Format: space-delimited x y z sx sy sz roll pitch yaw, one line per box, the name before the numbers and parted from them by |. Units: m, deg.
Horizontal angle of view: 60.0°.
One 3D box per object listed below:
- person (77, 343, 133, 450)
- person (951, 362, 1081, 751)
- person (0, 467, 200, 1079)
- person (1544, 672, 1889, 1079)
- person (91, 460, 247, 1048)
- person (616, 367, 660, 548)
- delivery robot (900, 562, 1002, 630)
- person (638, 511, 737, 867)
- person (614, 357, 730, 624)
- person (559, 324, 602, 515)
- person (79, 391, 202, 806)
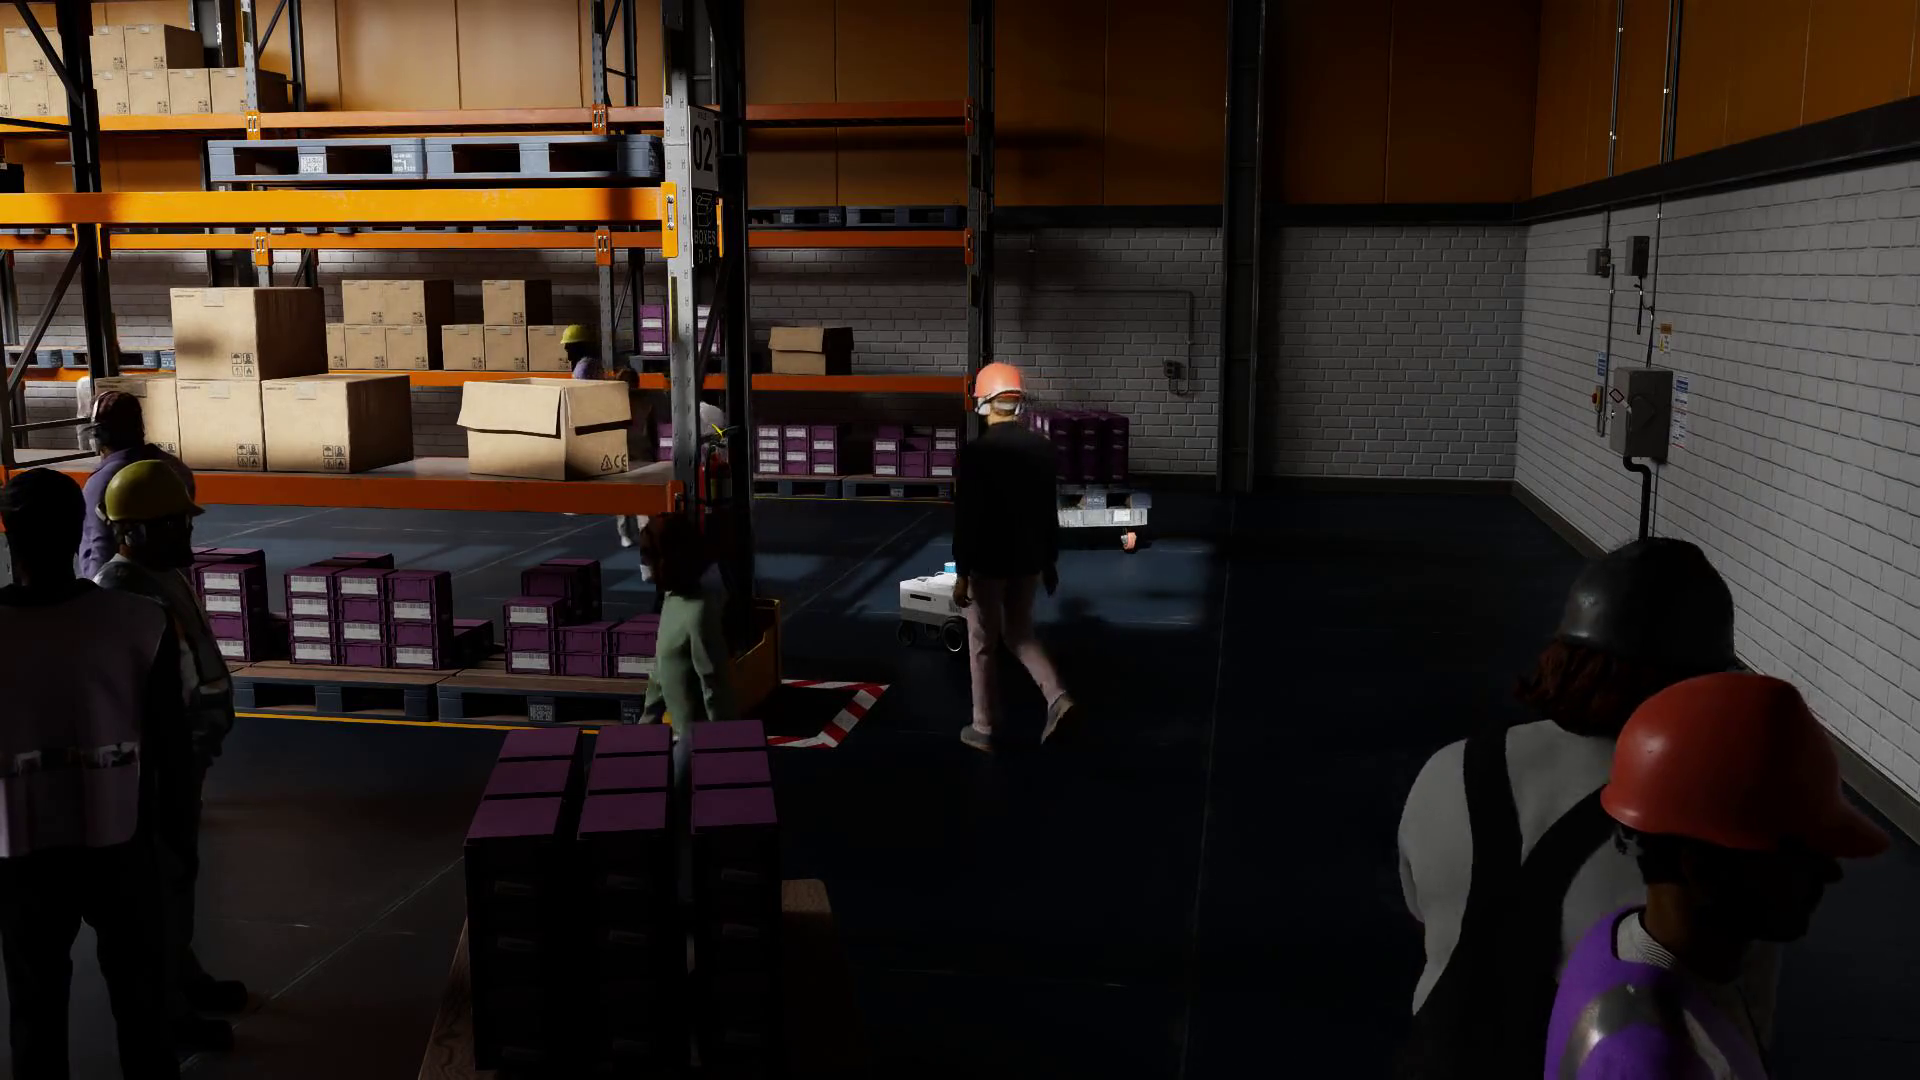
person | -7.138 -0.781 14.094 0.583 1.861 0.742 0 9 -2
person | 0.261 0.109 8.235 0.627 1.972 0.651 -6 11 -34
person | -2.278 0.771 4.274 0.593 1.922 0.391 -3 10 -20
person | 0.888 1.112 2.100 0.373 1.939 0.545 4 10 21
person | -2.493 0.661 5.231 0.404 1.832 0.589 -2 9 -13
person | -2.835 -0.683 14.293 0.543 1.584 0.873 -3 10 -19
delivery robot | -0.050 0.386 10.593 0.707 0.478 0.477 8 12 41
person | -0.991 0.691 5.758 0.840 1.591 0.546 -2 9 -14
person | -1.686 -0.217 10.421 1.035 1.898 0.629 4 10 21
person | -3.613 -1.172 16.390 0.615 1.904 0.593 -1 9 -9
person | -3.583 0.306 7.222 0.406 1.902 0.636 1 9 7
